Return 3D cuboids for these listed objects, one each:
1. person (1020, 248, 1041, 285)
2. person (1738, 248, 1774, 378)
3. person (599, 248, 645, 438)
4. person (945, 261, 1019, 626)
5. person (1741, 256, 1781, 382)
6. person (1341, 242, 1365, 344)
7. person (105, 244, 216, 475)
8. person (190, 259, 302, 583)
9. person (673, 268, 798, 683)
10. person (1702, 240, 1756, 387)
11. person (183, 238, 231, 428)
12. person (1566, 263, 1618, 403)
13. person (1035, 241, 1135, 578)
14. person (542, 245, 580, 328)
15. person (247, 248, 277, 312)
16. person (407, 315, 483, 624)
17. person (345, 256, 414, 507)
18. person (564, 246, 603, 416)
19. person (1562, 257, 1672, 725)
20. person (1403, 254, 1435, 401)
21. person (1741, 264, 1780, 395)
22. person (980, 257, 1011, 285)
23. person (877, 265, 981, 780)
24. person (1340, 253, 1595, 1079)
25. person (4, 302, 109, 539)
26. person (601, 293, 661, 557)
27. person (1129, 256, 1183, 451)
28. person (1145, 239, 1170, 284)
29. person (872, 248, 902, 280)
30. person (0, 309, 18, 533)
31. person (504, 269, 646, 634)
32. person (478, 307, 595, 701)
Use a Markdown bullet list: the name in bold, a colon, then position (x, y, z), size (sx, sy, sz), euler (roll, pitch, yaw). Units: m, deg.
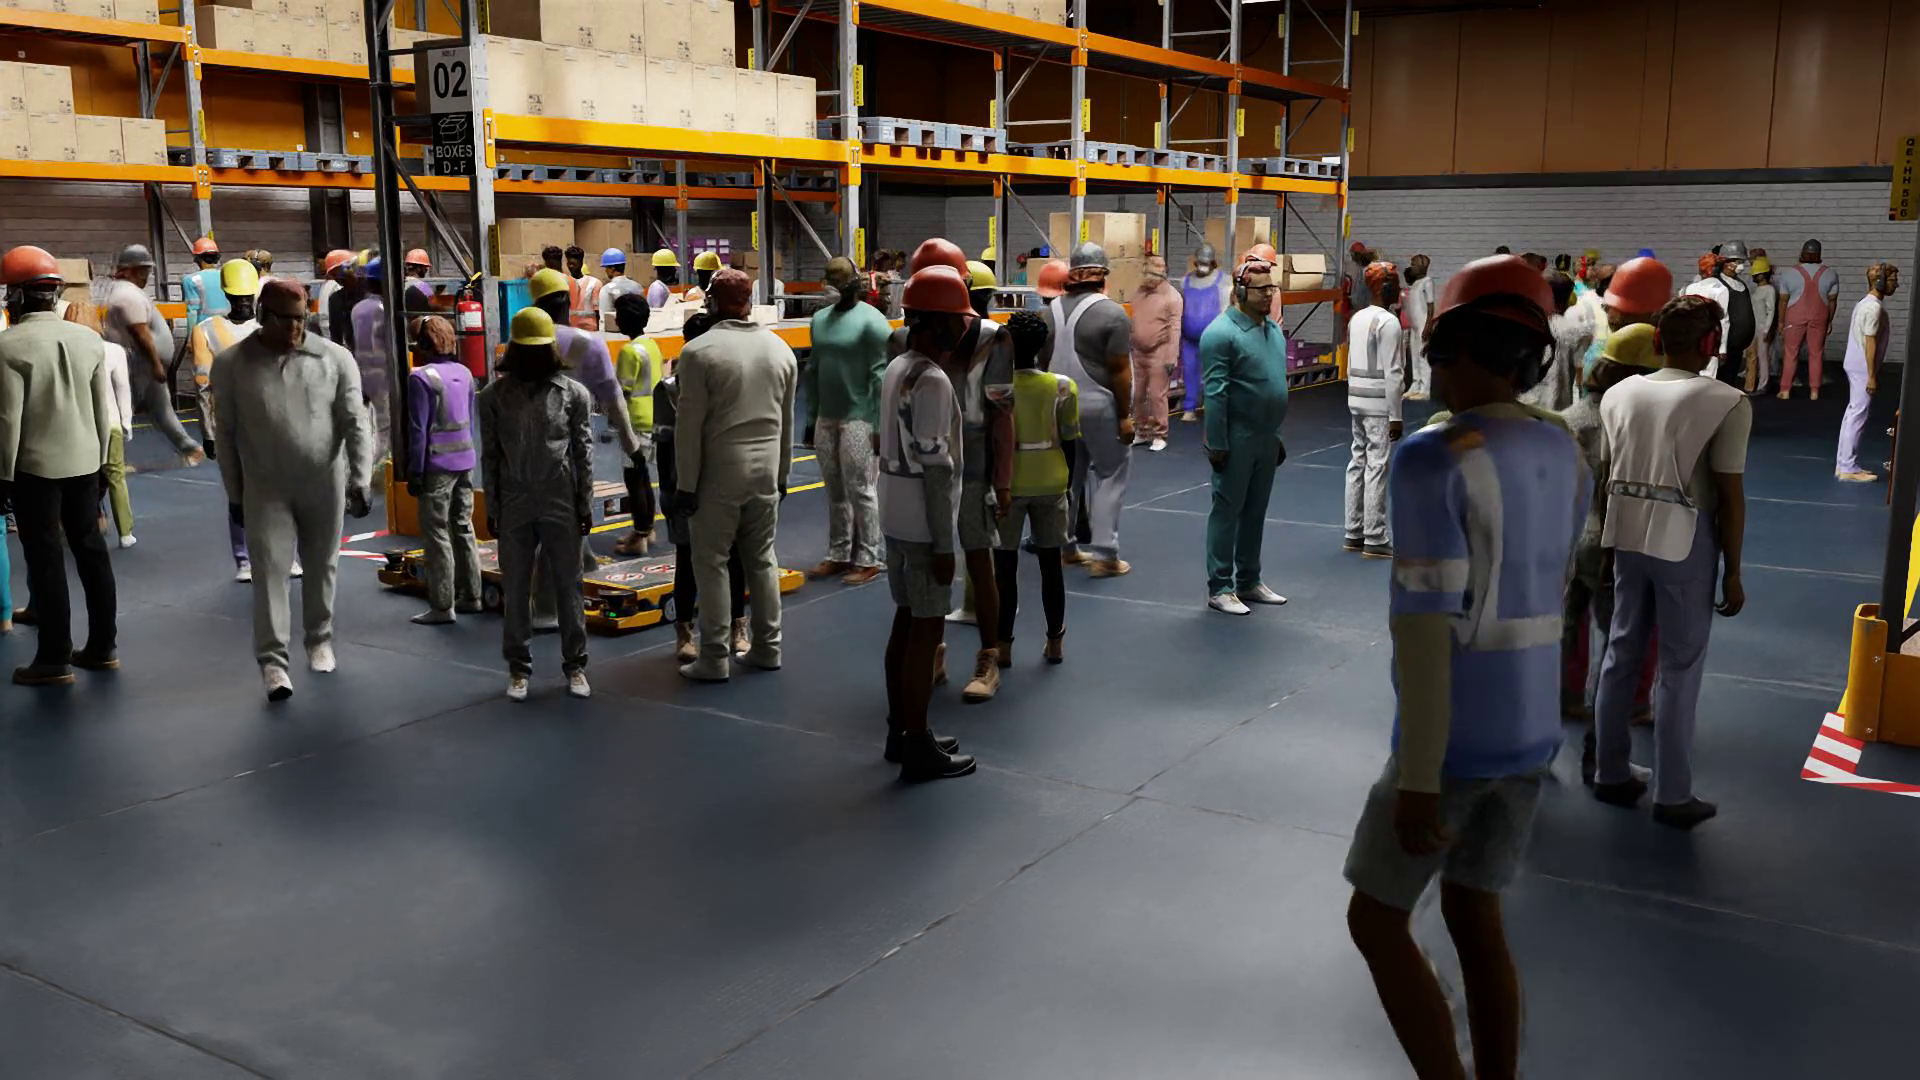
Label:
- **person**: position (1.174, -3.710, 26.567), size (0.462, 1.897, 0.622), euler (7, 12, 34)
- **person**: position (11.656, -3.318, 24.406), size (0.407, 1.902, 0.639), euler (2, 11, 14)
- **person**: position (-3.477, -2.009, 17.053), size (0.412, 1.939, 0.605), euler (6, 12, 30)
- **person**: position (0.092, -0.509, 8.816), size (0.420, 1.916, 0.590), euler (8, 13, 37)
- **person**: position (11.504, -3.148, 23.762), size (0.609, 1.788, 0.611), euler (8, 13, 37)
- **person**: position (6.782, -4.120, 28.619), size (0.612, 1.986, 0.407), euler (-4, 11, -23)
- **person**: position (-7.062, -1.590, 14.440), size (1.050, 2.000, 0.705), euler (-5, 11, -26)
- **person**: position (-4.201, -0.700, 9.870), size (0.596, 1.911, 0.399), euler (-8, 13, -36)
- **person**: position (-1.052, -0.299, 7.708), size (0.400, 1.894, 0.653), euler (10, 14, 43)
- **person**: position (7.755, -2.022, 16.832), size (0.683, 2.000, 0.535), euler (-7, 12, -35)
- **person**: position (-8.077, -2.227, 17.965), size (0.379, 2.044, 0.607), euler (7, 12, 34)
- **person**: position (5.693, -1.558, 14.876), size (0.664, 1.822, 0.549), euler (-1, 10, -7)
- **person**: position (0.797, -0.802, 10.077), size (0.536, 2.000, 0.691), euler (-10, 14, -43)
- **person**: position (-4.529, -2.339, 18.814), size (0.398, 1.958, 0.609), euler (4, 11, 21)
- **person**: position (-6.774, -1.868, 16.268), size (0.373, 1.940, 0.628), euler (-1, 10, -4)
- **person**: position (-2.742, -0.375, 8.853), size (0.313, 1.629, 0.524), euler (3, 11, 16)
- **person**: position (-4.408, -1.198, 12.663), size (0.618, 1.913, 0.891), euler (10, 14, 43)
- **person**: position (-4.377, -2.392, 19.126), size (0.603, 1.957, 0.385), euler (2, 10, 10)
- **person**: position (2.678, -0.162, 6.769), size (0.628, 1.951, 0.648), euler (-4, 11, -22)
- **person**: position (5.813, -2.682, 21.036), size (0.342, 1.845, 0.506), euler (-1, 10, -7)
- **person**: position (10.476, -2.767, 21.809), size (0.572, 1.737, 0.354), euler (-5, 11, -24)
- **person**: position (0.382, -2.812, 21.668), size (0.576, 1.880, 0.351), euler (2, 10, 12)
- **person**: position (-0.112, -0.060, 6.280), size (0.388, 1.930, 0.544), euler (-3, 11, -17)
- **person**: position (1.085, 0.409, 3.496), size (0.663, 1.994, 0.529), euler (-8, 13, -38)
- **person**: position (-6.008, -0.784, 11.040), size (0.596, 1.650, 0.551), euler (-7, 12, -33)
- **person**: position (-2.084, -0.743, 10.720), size (0.364, 1.688, 0.542), euler (1, 10, 4)
- **person**: position (1.854, -1.776, 15.944), size (0.467, 1.870, 0.673), euler (-10, 14, -44)
- **person**: position (3.123, -3.886, 27.184), size (0.391, 2.034, 0.605), euler (-9, 14, -41)
- **person**: position (-0.994, -2.709, 20.983), size (0.679, 1.919, 0.504), euler (9, 13, 40)
- **person**: position (-6.803, -0.992, 11.375), size (0.606, 1.957, 0.386), euler (-9, 13, -40)
- **person**: position (-2.051, -0.489, 8.803), size (0.637, 1.864, 0.956), euler (4, 11, 22)
- **person**: position (-1.847, -0.150, 7.309), size (0.484, 1.738, 0.322), euler (-2, 10, -11)
